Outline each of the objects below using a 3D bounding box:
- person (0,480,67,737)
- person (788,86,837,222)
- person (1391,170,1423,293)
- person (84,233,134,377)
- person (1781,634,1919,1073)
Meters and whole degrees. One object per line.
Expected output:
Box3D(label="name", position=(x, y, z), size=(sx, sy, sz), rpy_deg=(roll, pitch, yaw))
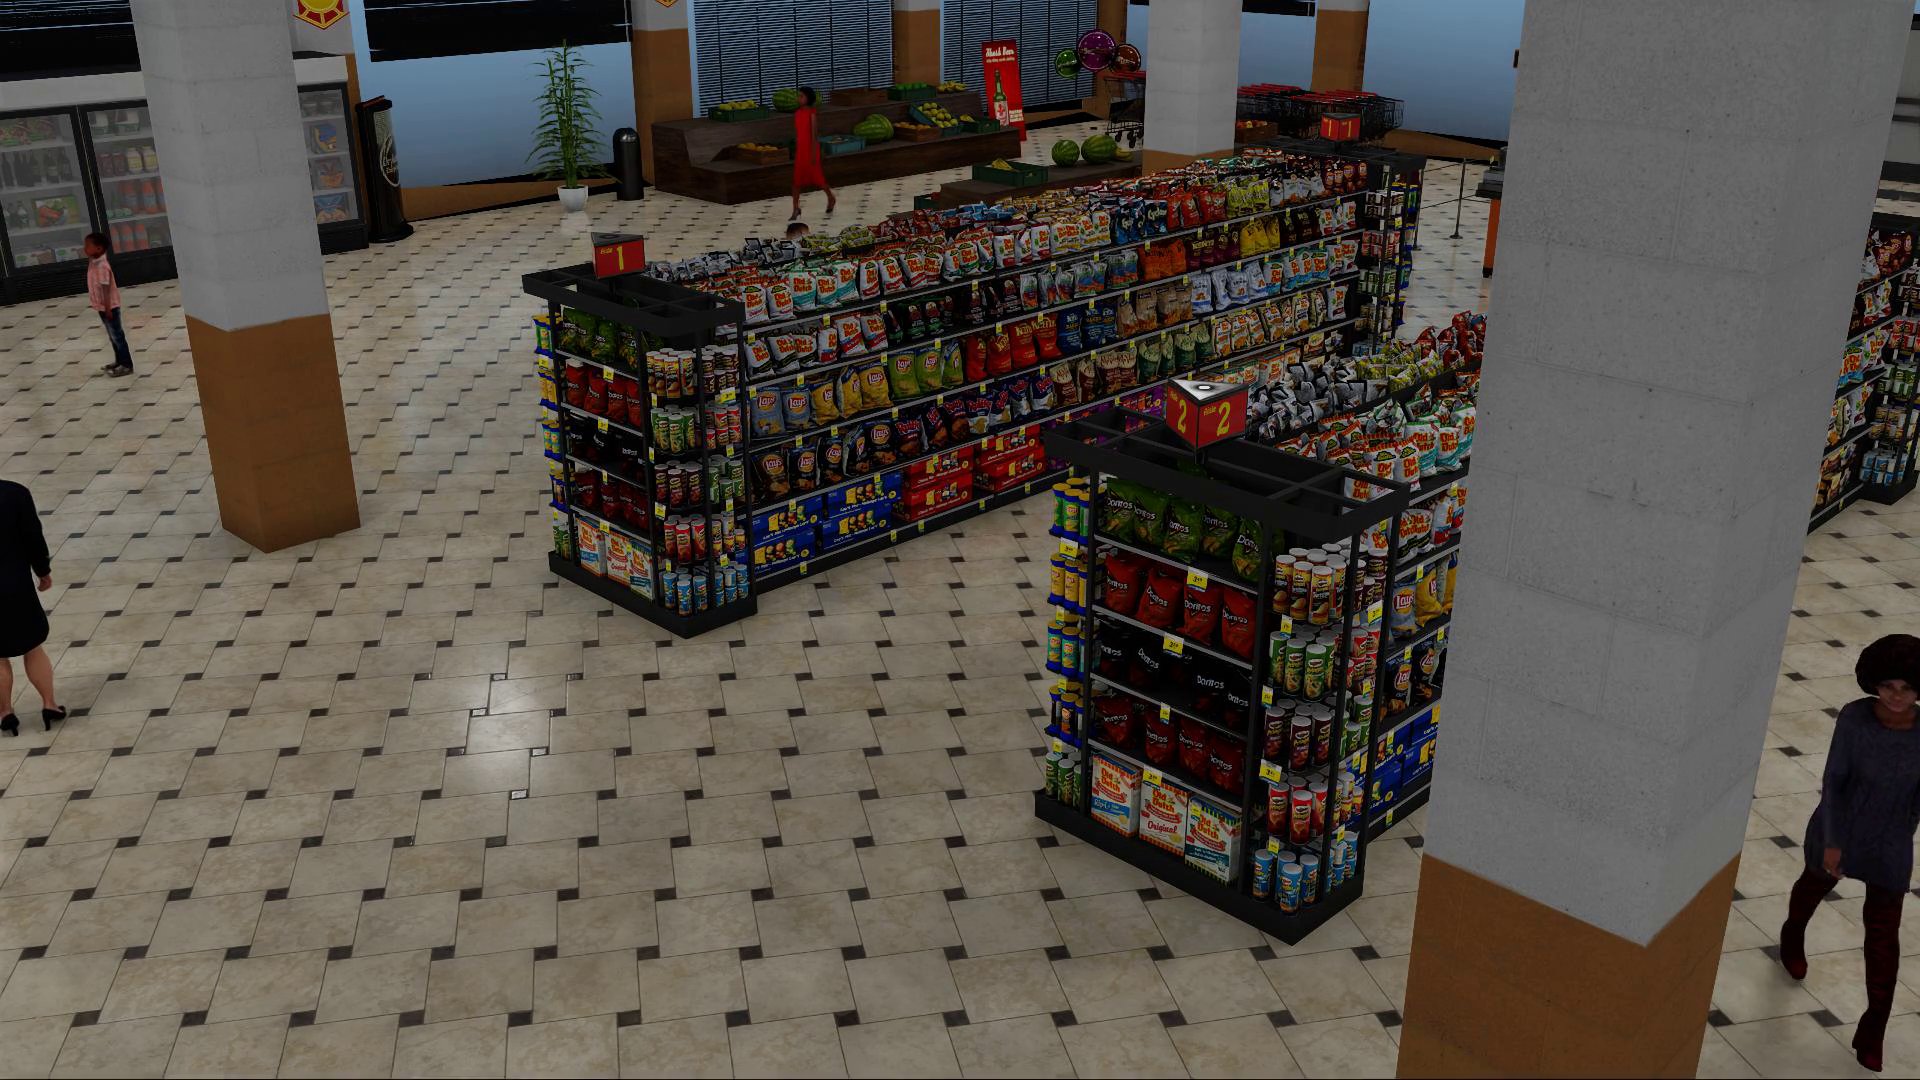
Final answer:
Box3D(label="person", position=(-5.066, 0.246, 8.747), size=(0.715, 1.671, 0.844), rpy_deg=(-8, 23, -20))
Box3D(label="person", position=(-1.931, -5.085, 21.970), size=(0.626, 1.705, 1.084), rpy_deg=(18, 28, 38))
Box3D(label="person", position=(4.859, -3.469, 18.247), size=(0.528, 1.481, 0.674), rpy_deg=(-12, 25, -28))
Box3D(label="person", position=(-7.806, -2.169, 15.246), size=(0.522, 1.306, 0.518), rpy_deg=(-15, 26, -32))
Box3D(label="person", position=(3.502, 1.130, 6.559), size=(0.927, 1.662, 1.144), rpy_deg=(5, 22, 11))
